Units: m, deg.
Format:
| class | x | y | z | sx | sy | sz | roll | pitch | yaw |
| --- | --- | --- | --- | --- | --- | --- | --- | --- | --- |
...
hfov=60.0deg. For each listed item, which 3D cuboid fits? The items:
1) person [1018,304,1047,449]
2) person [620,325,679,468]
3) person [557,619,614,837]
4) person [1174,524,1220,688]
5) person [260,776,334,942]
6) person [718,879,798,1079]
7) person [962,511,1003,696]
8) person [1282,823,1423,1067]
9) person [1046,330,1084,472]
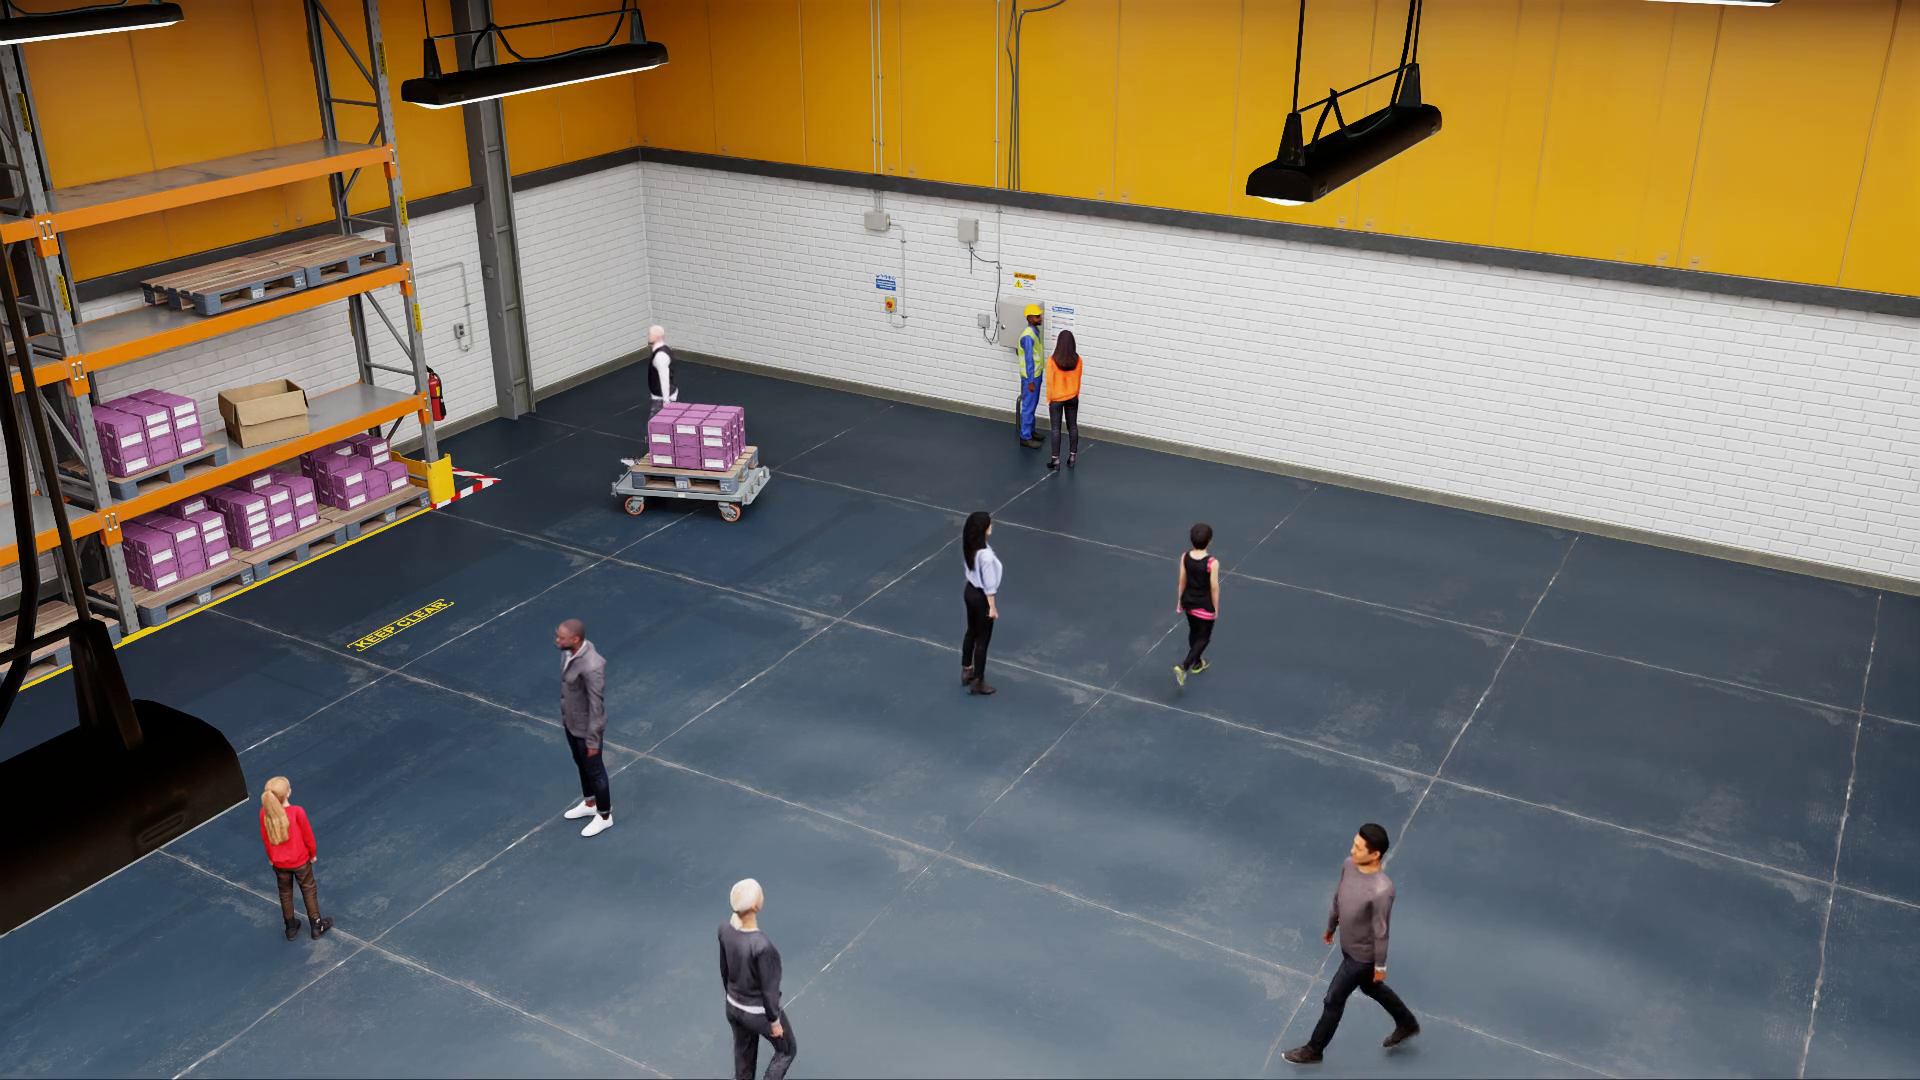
| class | x | y | z | sx | sy | sz | roll | pitch | yaw |
| --- | --- | --- | --- | --- | --- | --- | --- | --- | --- |
| person | 0.907 | -2.080 | 20.862 | 0.787 | 1.813 | 0.607 | 6 | 24 | 14 |
| person | -3.479 | -1.685 | 19.986 | 1.118 | 1.792 | 1.127 | -2 | 24 | -5 |
| person | -2.897 | 1.414 | 12.870 | 0.766 | 1.811 | 0.802 | -15 | 28 | -31 |
| person | 2.126 | 0.607 | 15.068 | 0.663 | 1.530 | 0.965 | 19 | 30 | 37 |
| person | -4.699 | 2.226 | 11.676 | 0.576 | 1.281 | 0.610 | -1 | 24 | -1 |
| person | -1.270 | 2.786 | 9.847 | 0.647 | 1.720 | 0.600 | 16 | 28 | 33 |
| person | 0.164 | 0.557 | 14.916 | 0.737 | 1.744 | 0.721 | -11 | 26 | -23 |
| person | 2.590 | 2.546 | 10.386 | 1.196 | 1.728 | 1.181 | 19 | 30 | 36 |
| person | 1.256 | -1.696 | 20.065 | 0.685 | 1.749 | 0.766 | -9 | 25 | -20 |
